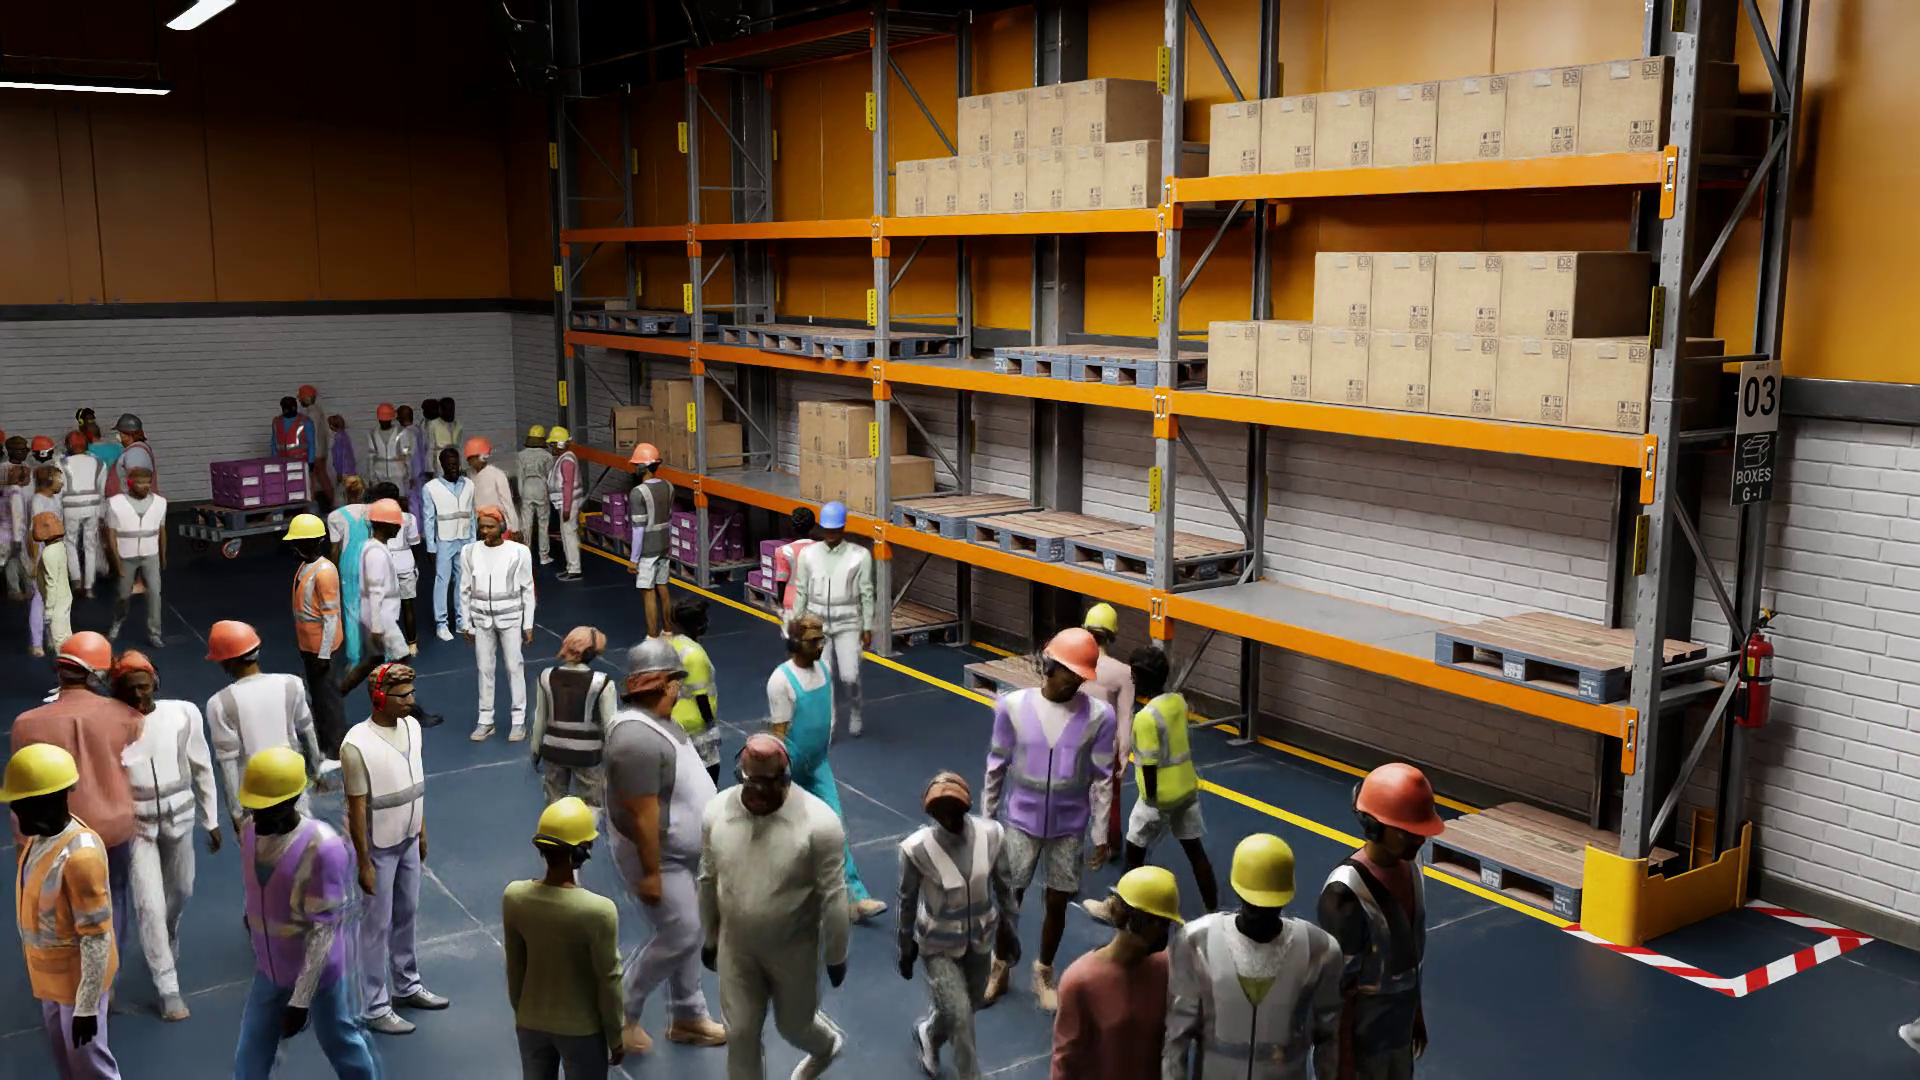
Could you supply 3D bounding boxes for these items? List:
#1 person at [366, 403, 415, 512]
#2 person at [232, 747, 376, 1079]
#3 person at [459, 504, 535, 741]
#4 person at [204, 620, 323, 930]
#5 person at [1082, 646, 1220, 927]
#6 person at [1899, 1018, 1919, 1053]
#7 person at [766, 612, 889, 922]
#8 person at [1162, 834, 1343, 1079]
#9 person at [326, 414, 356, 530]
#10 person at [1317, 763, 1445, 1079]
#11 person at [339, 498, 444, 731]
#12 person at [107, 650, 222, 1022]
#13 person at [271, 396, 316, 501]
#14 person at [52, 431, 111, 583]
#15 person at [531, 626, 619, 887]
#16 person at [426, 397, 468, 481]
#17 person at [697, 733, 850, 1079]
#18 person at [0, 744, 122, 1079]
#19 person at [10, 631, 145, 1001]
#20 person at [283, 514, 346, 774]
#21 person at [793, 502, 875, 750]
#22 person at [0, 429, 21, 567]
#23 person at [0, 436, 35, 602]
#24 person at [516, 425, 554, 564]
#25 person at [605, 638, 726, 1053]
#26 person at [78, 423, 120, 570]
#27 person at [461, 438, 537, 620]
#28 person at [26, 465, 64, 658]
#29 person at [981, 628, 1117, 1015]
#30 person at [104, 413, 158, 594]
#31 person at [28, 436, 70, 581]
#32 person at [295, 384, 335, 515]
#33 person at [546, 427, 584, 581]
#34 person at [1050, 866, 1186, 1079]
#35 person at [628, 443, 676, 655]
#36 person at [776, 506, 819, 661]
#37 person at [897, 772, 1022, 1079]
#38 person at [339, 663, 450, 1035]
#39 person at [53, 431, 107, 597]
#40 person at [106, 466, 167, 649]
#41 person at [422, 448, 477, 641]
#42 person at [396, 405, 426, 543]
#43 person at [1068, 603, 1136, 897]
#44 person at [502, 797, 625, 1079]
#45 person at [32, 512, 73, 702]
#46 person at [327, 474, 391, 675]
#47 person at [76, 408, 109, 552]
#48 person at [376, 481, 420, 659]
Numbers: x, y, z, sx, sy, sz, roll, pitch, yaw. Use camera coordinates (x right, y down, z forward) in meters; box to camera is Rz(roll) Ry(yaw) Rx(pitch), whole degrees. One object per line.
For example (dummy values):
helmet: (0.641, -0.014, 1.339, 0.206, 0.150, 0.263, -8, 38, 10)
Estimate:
person: (-7.468, -0.849, 21.780, 0.592, 1.906, 0.464, -1, 10, -4)
person: (-2.723, 1.736, 6.723, 0.596, 1.873, 0.987, 5, 11, 25)
person: (-3.632, 0.650, 13.061, 0.585, 1.882, 0.337, 1, 10, 3)
person: (-3.715, 1.345, 9.002, 0.635, 1.882, 1.001, -7, 12, -37)
person: (1.121, 1.409, 9.289, 0.815, 1.643, 0.551, 7, 12, 37)
person: (4.638, 1.700, 7.422, 0.492, 1.701, 0.685, -3, 10, -17)
person: (-0.862, 1.299, 9.512, 0.980, 1.788, 0.524, 8, 12, 38)
person: (0.972, 1.922, 5.578, 0.598, 1.895, 0.856, 2, 10, 11)
person: (-8.582, -0.952, 23.240, 0.470, 1.624, 0.605, -1, 10, -8)
person: (1.528, 1.779, 6.030, 0.409, 2.029, 0.612, 8, 13, 39)
person: (-4.684, 0.609, 13.278, 0.905, 1.902, 0.552, -4, 10, -21)
person: (-4.147, 1.441, 8.520, 0.585, 1.855, 0.890, -7, 12, -37)
person: (-9.455, -1.119, 23.572, 0.634, 1.841, 0.429, 1, 10, 4)
person: (-10.289, -0.389, 19.450, 0.572, 1.785, 1.003, -8, 13, -41)
person: (-2.319, 1.317, 9.911, 0.588, 1.618, 0.474, 2, 10, 9)
person: (-6.997, -1.006, 22.726, 0.458, 1.899, 0.616, 5, 11, 27)
person: (-0.775, 1.674, 7.115, 0.687, 1.869, 0.781, 2, 10, 12)
person: (-3.539, 1.733, 6.581, 0.584, 1.927, 0.369, 10, 14, 44)
person: (-4.362, 1.435, 8.274, 0.635, 1.952, 0.604, -5, 11, -29)
person: (-4.762, 0.758, 12.302, 0.362, 1.928, 0.587, -7, 12, -36)
person: (-0.979, 0.652, 12.894, 0.632, 1.935, 0.448, 2, 10, 10)
person: (-11.665, -0.505, 20.223, 0.342, 1.748, 0.573, 6, 11, 31)
person: (-10.410, -0.236, 18.417, 0.342, 1.839, 0.508, 2, 10, 13)
person: (-5.238, -0.561, 20.631, 0.488, 1.729, 0.322, 1, 10, 8)
person: (-1.398, 1.443, 7.945, 0.539, 2.000, 0.706, 0, 10, 1)
person: (-10.477, -0.531, 20.226, 0.880, 1.791, 0.621, 6, 11, 30)
person: (-4.920, -0.142, 17.625, 0.632, 1.928, 1.015, 9, 13, 42)
person: (-8.782, 0.204, 15.941, 0.387, 1.817, 0.687, -2, 10, -10)
person: (0.436, 1.407, 8.299, 0.680, 2.004, 0.418, 1, 10, 7)
person: (-9.400, -0.418, 18.871, 0.537, 2.000, 0.683, -3, 10, -18)
person: (-10.558, -0.344, 19.296, 0.343, 1.748, 0.569, -2, 10, -11)
person: (-9.344, -1.270, 24.077, 0.556, 1.987, 0.629, -1, 10, -6)
person: (-4.642, -0.426, 19.599, 0.404, 1.818, 0.597, -3, 10, -17)
person: (0.509, 1.961, 5.830, 0.585, 1.744, 0.610, -4, 11, -24)
person: (-2.958, 0.094, 15.850, 0.365, 2.047, 0.608, 4, 10, 23)
person: (-1.320, 0.557, 14.173, 0.531, 1.691, 0.318, -5, 11, -27)
person: (-0.037, 1.759, 7.371, 0.541, 1.598, 0.789, -5, 11, -26)
person: (-2.824, 1.503, 8.207, 0.394, 1.836, 0.560, 2, 10, 14)
person: (-9.831, -0.286, 18.623, 0.608, 1.858, 0.462, -9, 13, -43)
person: (-8.067, 0.149, 16.266, 0.576, 1.802, 0.779, -9, 13, -42)
person: (-5.081, 0.028, 16.613, 0.375, 1.917, 0.597, 7, 12, 36)
person: (-7.310, -0.876, 22.154, 0.343, 1.840, 0.507, 1, 10, 8)
person: (0.805, 1.238, 10.114, 0.534, 1.714, 0.934, 2, 10, 12)
person: (-1.507, 1.849, 6.401, 0.524, 1.759, 0.338, 4, 10, 22)
person: (-7.770, 0.569, 14.271, 0.285, 1.633, 0.497, -3, 10, -19)
person: (-5.460, 0.315, 15.139, 0.504, 1.847, 0.345, -4, 11, -23)
person: (-11.215, -0.775, 21.468, 0.321, 1.871, 0.532, 0, 10, -2)
person: (-5.372, 0.288, 15.726, 0.535, 1.700, 0.318, -5, 11, -27)
